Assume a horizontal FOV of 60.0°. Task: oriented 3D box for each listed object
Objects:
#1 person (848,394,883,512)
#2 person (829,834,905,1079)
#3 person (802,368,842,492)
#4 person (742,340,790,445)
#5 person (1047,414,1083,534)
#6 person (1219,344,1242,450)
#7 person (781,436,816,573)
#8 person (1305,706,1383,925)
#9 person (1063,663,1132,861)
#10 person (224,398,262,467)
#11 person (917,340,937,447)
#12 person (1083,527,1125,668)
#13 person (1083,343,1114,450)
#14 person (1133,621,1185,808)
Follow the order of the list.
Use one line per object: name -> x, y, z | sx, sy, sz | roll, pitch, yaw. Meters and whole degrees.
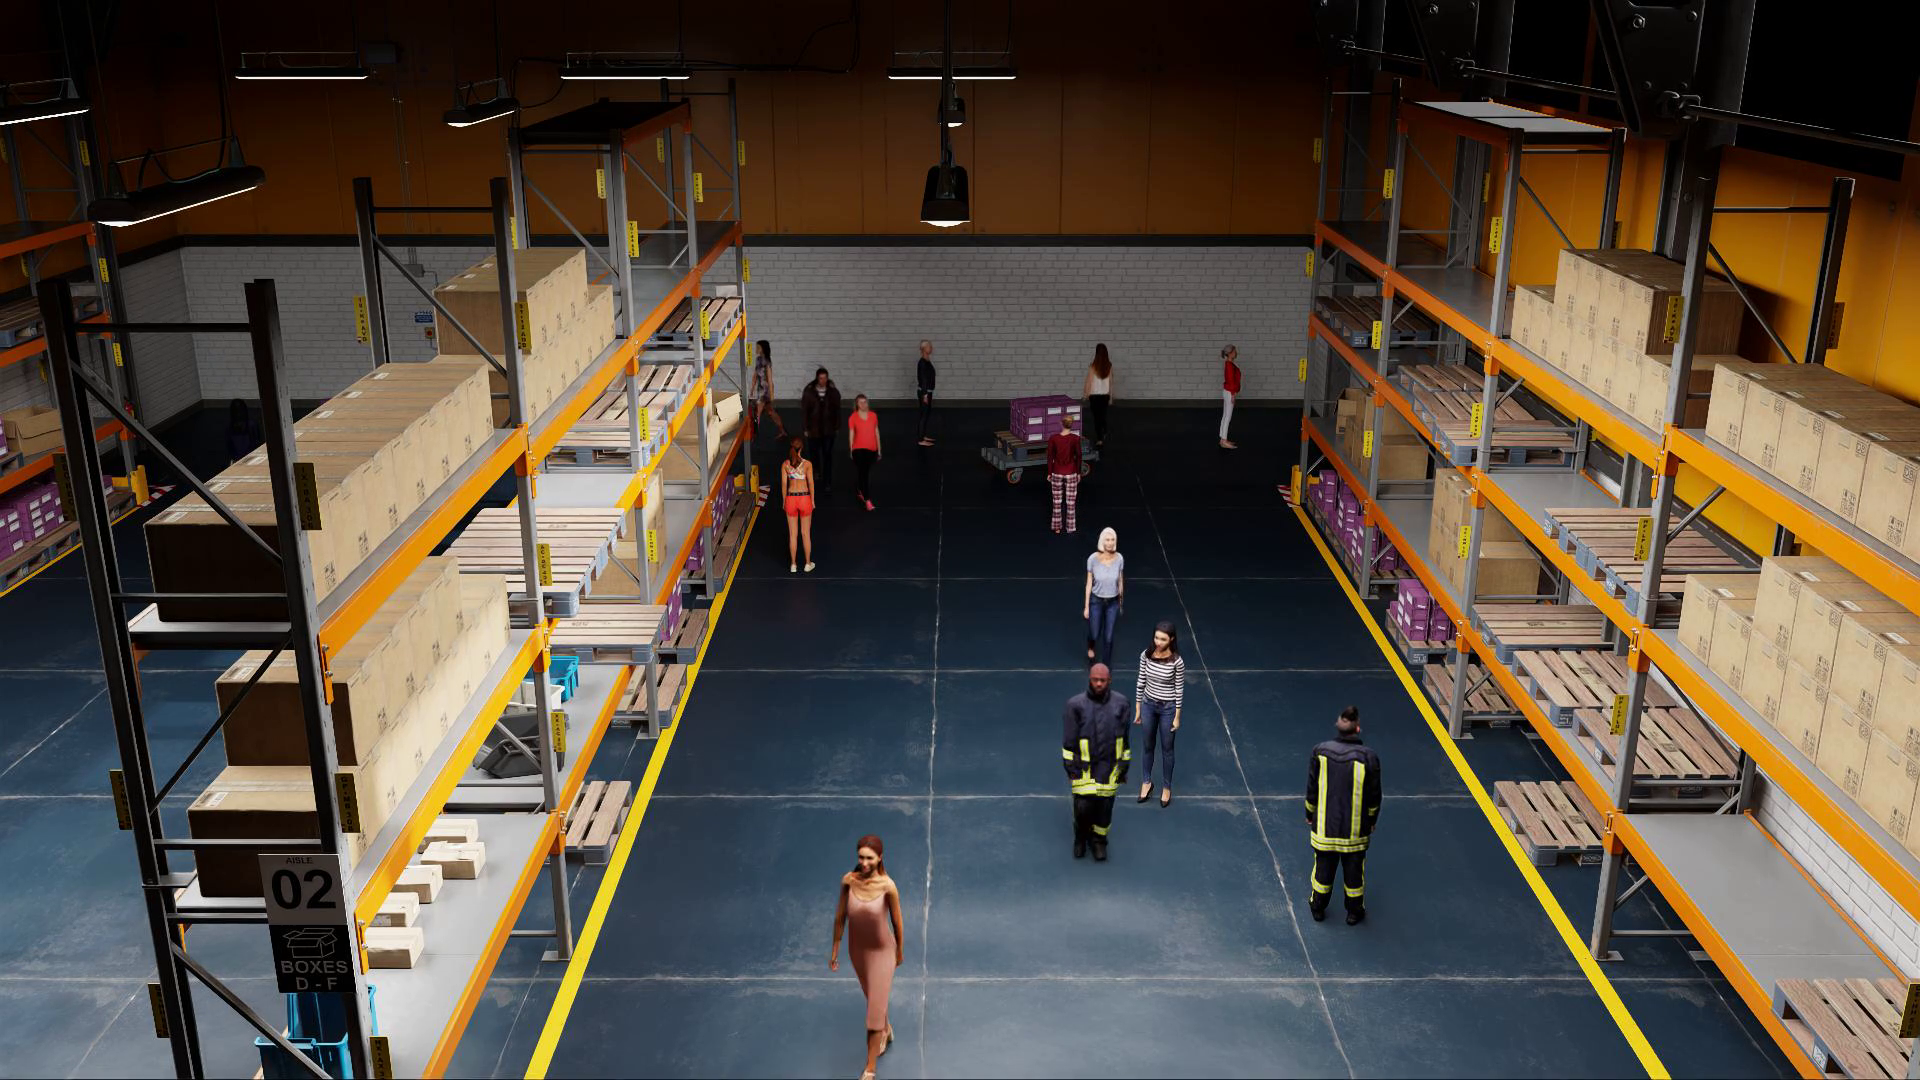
person -> -1.400, -1.274, 23.932 | 0.931, 1.638, 1.246 | -8, 20, -23
person -> -0.575, 2.817, 11.532 | 0.852, 1.799, 1.075 | 8, 20, 23
person -> -2.079, -1.672, 24.824 | 0.785, 1.823, 1.060 | -2, 19, -6
person -> -3.121, -2.399, 27.199 | 1.053, 1.685, 1.159 | -10, 21, -28
person -> 1.428, -0.918, 22.798 | 0.628, 1.687, 0.500 | 1, 19, 3
person -> 4.372, -2.346, 27.027 | 0.602, 1.694, 0.484 | 1, 19, 2
person -> -2.069, -0.462, 21.281 | 0.568, 1.791, 0.545 | 0, 19, 1
person -> 3.051, 2.183, 13.307 | 0.838, 1.867, 0.811 | 6, 19, 17
person -> 1.176, 1.862, 14.347 | 0.762, 1.812, 0.761 | -2, 19, -5
person -> -10.054, -1.149, 23.410 | 0.666, 1.733, 0.630 | -7, 20, -20
person -> -0.571, -2.436, 27.245 | 0.686, 1.726, 0.468 | 1, 19, 4
person -> 1.542, 0.664, 18.066 | 0.644, 1.708, 0.836 | -2, 19, -7
person -> 2.291, -2.308, 26.891 | 0.673, 1.709, 0.688 | -7, 20, -19
person -> 1.826, 1.581, 15.206 | 0.642, 1.797, 0.620 | 9, 21, 24
